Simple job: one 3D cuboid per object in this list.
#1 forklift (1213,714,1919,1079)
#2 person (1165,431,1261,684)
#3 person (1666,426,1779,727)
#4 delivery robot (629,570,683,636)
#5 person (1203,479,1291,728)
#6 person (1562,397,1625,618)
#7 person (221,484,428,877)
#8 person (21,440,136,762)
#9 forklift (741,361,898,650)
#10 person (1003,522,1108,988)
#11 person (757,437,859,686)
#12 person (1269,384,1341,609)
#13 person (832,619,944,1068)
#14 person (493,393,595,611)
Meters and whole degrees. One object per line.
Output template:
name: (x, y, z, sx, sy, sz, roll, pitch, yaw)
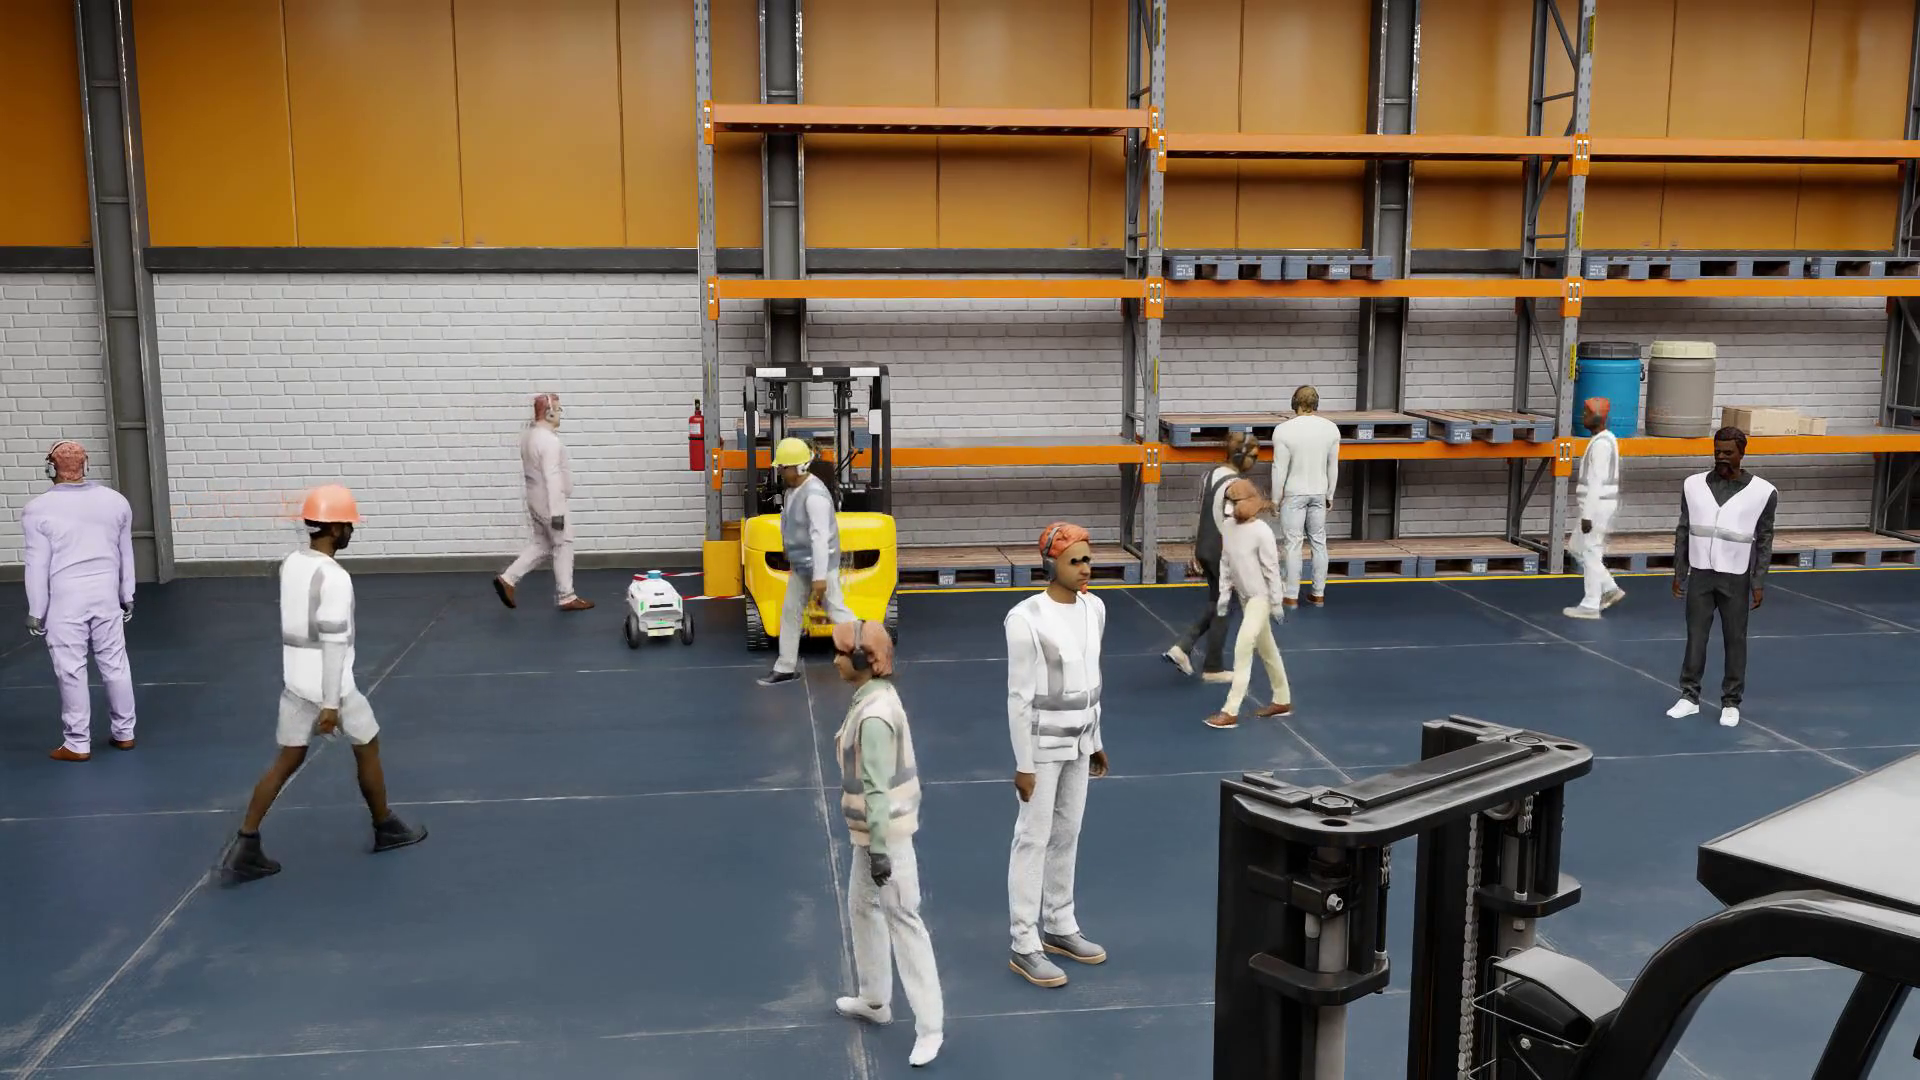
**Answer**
forklift: (1.441, 1.425, 2.350, 1.214, 2.155, 2.313, -7, 12, -39)
person: (1.789, 0.142, 11.550, 0.504, 1.809, 0.599, -3, 10, -18)
person: (4.896, 0.225, 10.699, 0.593, 1.920, 0.391, 8, 12, 40)
delivery robot: (-2.389, 0.481, 13.051, 0.477, 0.478, 0.707, -3, 10, -17)
person: (1.829, 0.397, 10.646, 0.791, 1.579, 0.506, -3, 10, -19)
person: (5.283, -0.263, 13.886, 0.413, 1.872, 0.612, 4, 10, 23)
person: (-3.125, 0.671, 8.030, 0.545, 1.889, 0.999, 7, 11, 36)
person: (-5.246, 0.359, 9.901, 0.401, 1.906, 0.651, 6, 11, 33)
forklift: (-1.154, -0.340, 13.365, 1.214, 2.155, 2.313, -1, 9, -7)
person: (0.408, 0.861, 6.841, 0.362, 1.883, 0.575, 8, 12, 41)
person: (-0.954, 0.142, 11.708, 0.915, 1.775, 0.625, -4, 10, -25)
person: (2.957, -0.370, 14.353, 0.628, 1.940, 0.373, -3, 10, -17)
person: (-0.256, 1.101, 6.204, 0.419, 1.614, 0.623, -1, 9, -6)
person: (-3.549, -0.304, 14.110, 0.741, 1.884, 0.652, -6, 11, -32)
